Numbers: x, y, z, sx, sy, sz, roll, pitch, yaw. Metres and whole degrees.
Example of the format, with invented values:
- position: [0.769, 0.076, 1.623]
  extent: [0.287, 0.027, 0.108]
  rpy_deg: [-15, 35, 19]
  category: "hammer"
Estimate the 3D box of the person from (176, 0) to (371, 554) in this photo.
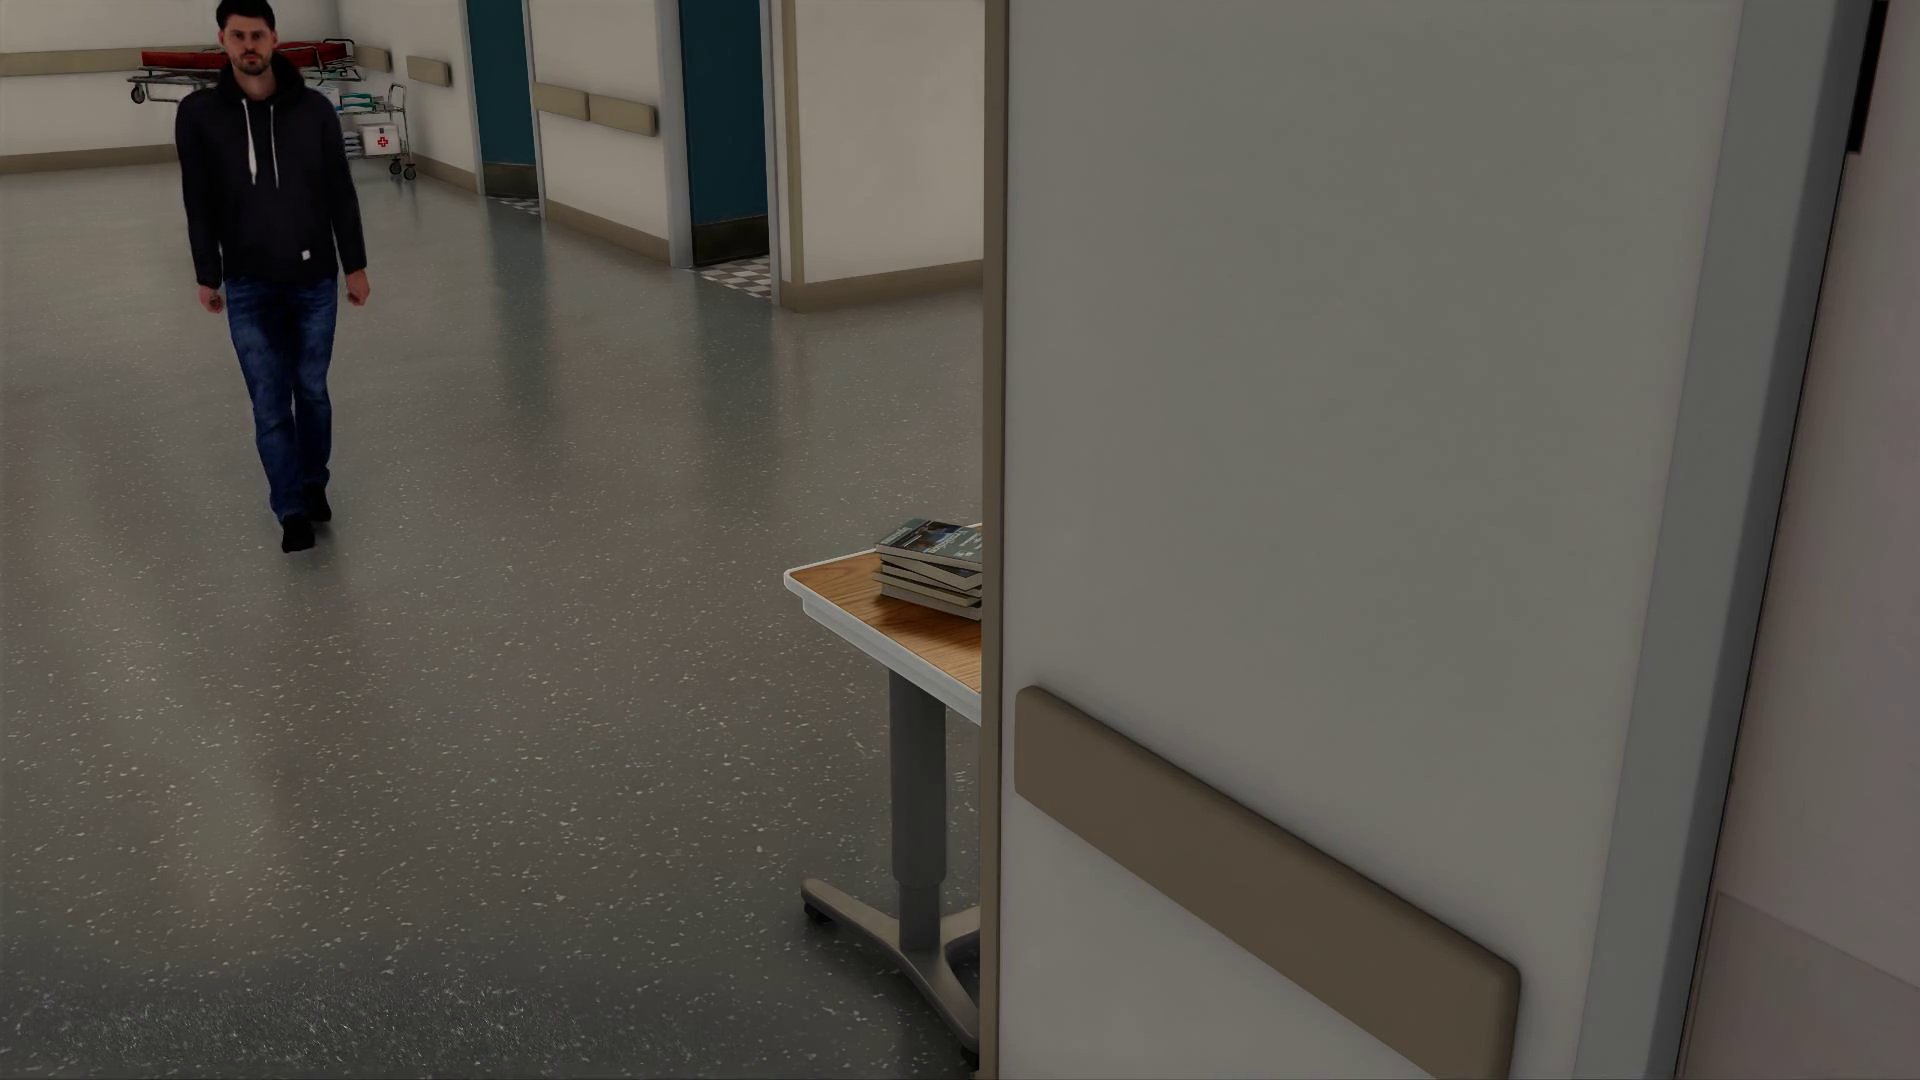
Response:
- position: [-2.381, -0.930, 5.826]
  extent: [0.801, 1.862, 1.053]
  rpy_deg: [-10, 23, -24]
  category: "person"
